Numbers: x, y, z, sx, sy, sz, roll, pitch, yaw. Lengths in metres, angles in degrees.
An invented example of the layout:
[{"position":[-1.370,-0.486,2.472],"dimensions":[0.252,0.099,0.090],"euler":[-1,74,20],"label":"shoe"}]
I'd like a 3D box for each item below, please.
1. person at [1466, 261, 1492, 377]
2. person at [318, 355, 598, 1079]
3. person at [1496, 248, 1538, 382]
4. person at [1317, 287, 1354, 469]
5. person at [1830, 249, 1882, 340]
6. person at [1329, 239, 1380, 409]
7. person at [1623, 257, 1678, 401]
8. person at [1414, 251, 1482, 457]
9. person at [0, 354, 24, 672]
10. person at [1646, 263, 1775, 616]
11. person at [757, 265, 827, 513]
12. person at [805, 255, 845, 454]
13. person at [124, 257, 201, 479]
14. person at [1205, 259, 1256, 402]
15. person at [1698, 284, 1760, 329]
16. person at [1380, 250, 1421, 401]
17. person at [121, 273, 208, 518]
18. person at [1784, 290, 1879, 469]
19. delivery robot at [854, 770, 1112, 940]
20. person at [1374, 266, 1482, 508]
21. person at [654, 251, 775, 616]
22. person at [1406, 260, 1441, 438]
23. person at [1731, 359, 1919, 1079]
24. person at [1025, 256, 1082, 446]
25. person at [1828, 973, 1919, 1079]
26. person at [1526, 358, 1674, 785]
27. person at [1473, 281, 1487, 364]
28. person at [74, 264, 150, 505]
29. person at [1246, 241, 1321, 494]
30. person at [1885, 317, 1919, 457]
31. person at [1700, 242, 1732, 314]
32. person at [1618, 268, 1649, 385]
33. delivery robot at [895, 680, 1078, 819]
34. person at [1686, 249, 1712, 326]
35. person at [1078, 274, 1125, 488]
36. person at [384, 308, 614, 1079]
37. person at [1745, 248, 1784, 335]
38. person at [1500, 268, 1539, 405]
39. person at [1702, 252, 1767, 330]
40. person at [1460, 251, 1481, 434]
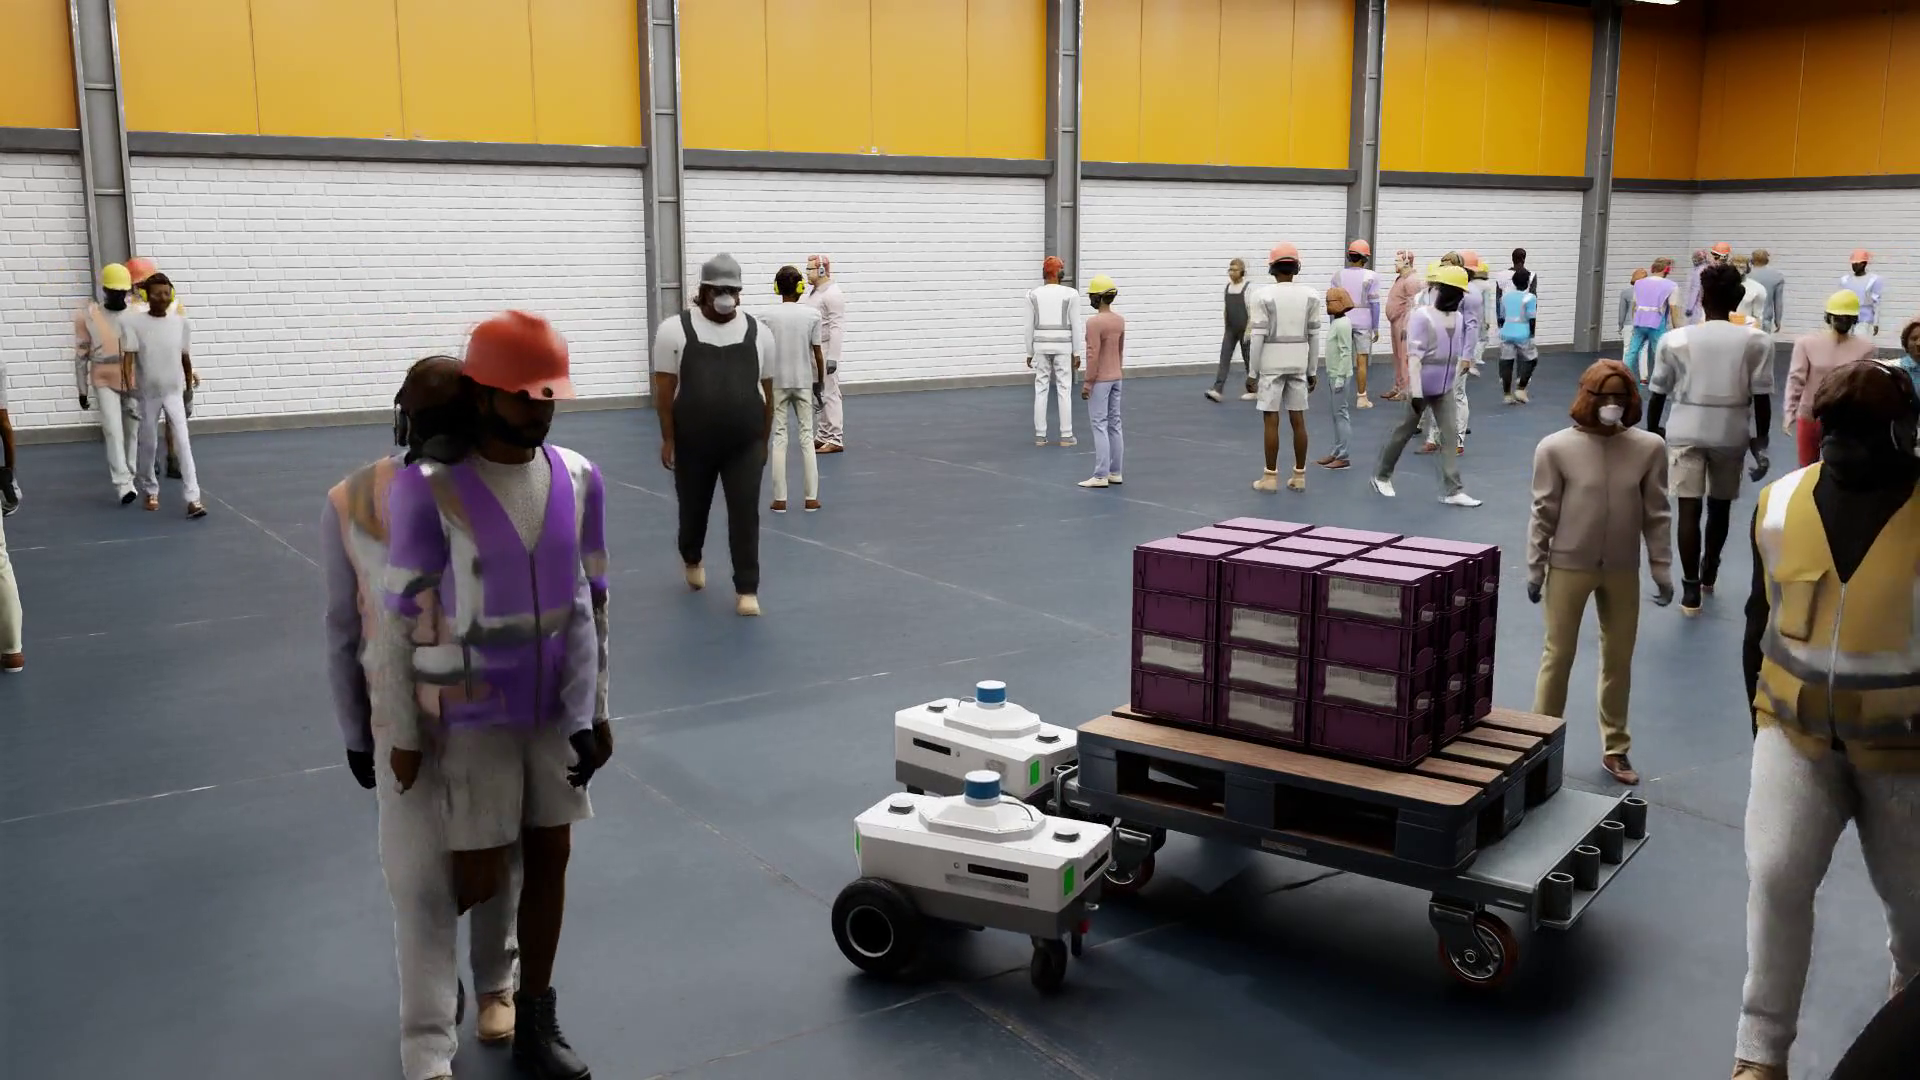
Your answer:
[{"position":[7.600,-3.256,24.584],"dimensions":[0.539,1.711,0.602],"euler":[-9,14,-40],"label":"person"},{"position":[-1.180,0.466,3.996],"dimensions":[0.623,1.795,0.908],"euler":[-4,11,-21],"label":"person"},{"position":[7.969,-3.220,23.860],"dimensions":[0.593,1.920,0.391],"euler":[7,13,35],"label":"person"},{"position":[3.389,-1.452,14.954],"dimensions":[0.267,1.631,0.507],"euler":[1,10,5],"label":"person"},{"position":[12.023,-2.953,22.417],"dimensions":[0.798,1.906,0.564],"euler":[-9,13,-39],"label":"person"},{"position":[4.783,-2.603,20.134],"dimensions":[0.615,2.040,0.391],"euler":[6,12,31],"label":"person"},{"position":[8.696,-2.657,21.075],"dimensions":[0.796,1.816,0.536],"euler":[10,14,43],"label":"person"},{"position":[4.625,-1.751,15.753],"dimensions":[0.372,1.940,0.631],"euler":[-6,12,-29],"label":"person"},{"position":[-4.704,-0.270,7.820],"dimensions":[0.328,1.872,0.513],"euler":[10,14,42],"label":"person"},{"position":[4.202,-0.584,9.386],"dimensions":[0.635,1.919,0.959],"euler":[4,11,19],"label":"person"},{"position":[-1.281,-1.135,12.582],"dimensions":[0.537,1.863,0.312],"euler":[-2,10,-9],"label":"person"},{"position":[-1.346,-1.788,16.047],"dimensions":[0.402,1.906,0.652],"euler":[-5,11,-24],"label":"person"},{"position":[-6.857,-1.460,14.232],"dimensions":[0.423,1.909,0.576],"euler":[10,14,42],"label":"person"},{"position":[3.477,-2.629,20.953],"dimensions":[0.533,1.795,0.958],"euler":[10,14,43],"label":"person"},{"position":[6.852,-1.466,14.890],"dimensions":[0.555,1.683,0.372],"euler":[6,12,29],"label":"person"},{"position":[5.621,-2.728,21.198],"dimensions":[0.410,1.909,0.643],"euler":[0,10,0],"label":"person"},{"position":[-5.965,-1.075,12.401],"dimensions":[0.534,1.816,0.997],"euler":[-8,13,-37],"label":"person"},{"position":[5.841,-0.807,11.189],"dimensions":[0.544,1.722,0.908],"euler":[5,11,23],"label":"person"},{"position":[0.066,0.902,4.745],"dimensions":[0.707,0.478,0.477],"euler":[5,12,25],"label":"delivery robot"},{"position":[3.688,-1.223,13.095],"dimensions":[0.600,1.862,1.019],"euler":[-6,12,-28],"label":"person"},{"position":[-1.372,-0.639,9.375],"dimensions":[0.684,2.000,0.894],"euler":[-2,11,-13],"label":"person"},{"position":[4.863,-1.952,17.135],"dimensions":[0.591,1.837,0.403],"euler":[9,13,39],"label":"person"},{"position":[2.208,0.456,4.052],"dimensions":[0.897,1.806,0.621],"euler":[-10,14,-43],"label":"person"},{"position":[0.930,-1.873,16.564],"dimensions":[0.573,1.887,0.354],"euler":[3,11,16],"label":"person"},{"position":[2.133,0.527,3.263],"dimensions":[0.924,1.958,0.636],"euler":[-2,10,-10],"label":"person"},{"position":[2.413,0.127,6.311],"dimensions":[0.511,1.628,0.280],"euler":[0,10,1],"label":"person"},{"position":[8.391,-3.691,27.206],"dimensions":[0.523,1.639,0.309],"euler":[9,13,40],"label":"person"},{"position":[-6.576,-1.216,13.028],"dimensions":[0.595,1.864,0.979],"euler":[-7,13,-34],"label":"person"},{"position":[2.614,-1.399,13.539],"dimensions":[0.613,2.039,0.393],"euler":[-3,11,-14],"label":"person"},{"position":[5.531,-0.482,9.687],"dimensions":[0.544,1.608,0.731],"euler":[6,12,29],"label":"person"},{"position":[11.662,-3.585,25.648],"dimensions":[0.379,1.996,0.611],"euler":[-3,11,-15],"label":"person"},{"position":[9.540,-3.002,23.444],"dimensions":[0.500,1.634,0.286],"euler":[6,12,29],"label":"person"},{"position":[0.105,0.726,5.709],"dimensions":[0.707,0.478,0.477],"euler":[10,14,43],"label":"delivery robot"},{"position":[12.583,-3.989,28.238],"dimensions":[0.722,1.872,0.395],"euler":[-8,13,-37],"label":"person"},{"position":[1.174,-1.317,13.846],"dimensions":[0.317,1.767,0.535],"euler":[7,13,36],"label":"person"},{"position":[-1.126,0.389,4.073],"dimensions":[0.565,1.915,0.588],"euler":[-10,14,-43],"label":"person"},{"position":[10.772,-2.986,22.547],"dimensions":[0.649,1.924,0.442],"euler":[3,11,16],"label":"person"},{"position":[6.906,-2.495,20.505],"dimensions":[0.436,1.681,0.552],"euler":[-7,13,-34],"label":"person"},{"position":[8.522,-2.213,18.354],"dimensions":[0.630,1.914,0.807],"euler":[6,12,30],"label":"person"},{"position":[5.226,-2.051,17.425],"dimensions":[0.374,1.928,0.542],"euler":[7,12,32],"label":"person"}]
